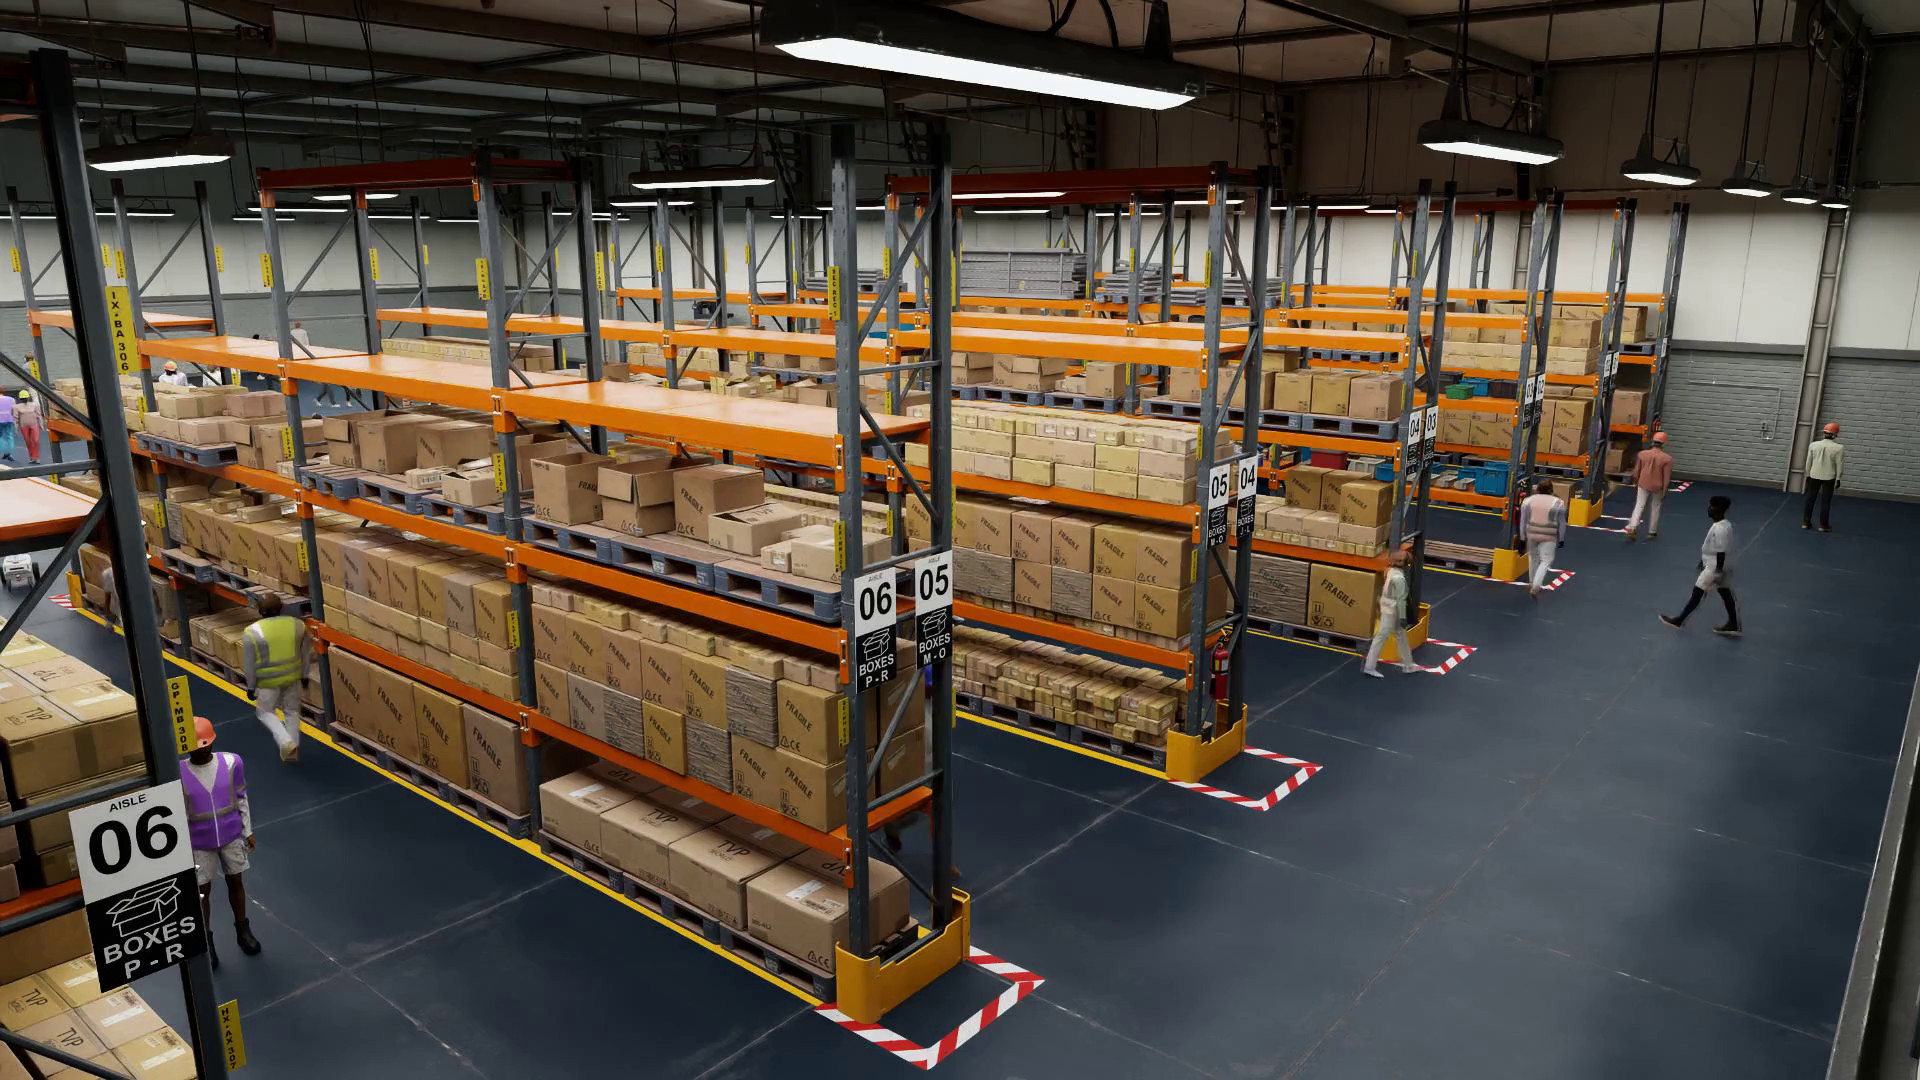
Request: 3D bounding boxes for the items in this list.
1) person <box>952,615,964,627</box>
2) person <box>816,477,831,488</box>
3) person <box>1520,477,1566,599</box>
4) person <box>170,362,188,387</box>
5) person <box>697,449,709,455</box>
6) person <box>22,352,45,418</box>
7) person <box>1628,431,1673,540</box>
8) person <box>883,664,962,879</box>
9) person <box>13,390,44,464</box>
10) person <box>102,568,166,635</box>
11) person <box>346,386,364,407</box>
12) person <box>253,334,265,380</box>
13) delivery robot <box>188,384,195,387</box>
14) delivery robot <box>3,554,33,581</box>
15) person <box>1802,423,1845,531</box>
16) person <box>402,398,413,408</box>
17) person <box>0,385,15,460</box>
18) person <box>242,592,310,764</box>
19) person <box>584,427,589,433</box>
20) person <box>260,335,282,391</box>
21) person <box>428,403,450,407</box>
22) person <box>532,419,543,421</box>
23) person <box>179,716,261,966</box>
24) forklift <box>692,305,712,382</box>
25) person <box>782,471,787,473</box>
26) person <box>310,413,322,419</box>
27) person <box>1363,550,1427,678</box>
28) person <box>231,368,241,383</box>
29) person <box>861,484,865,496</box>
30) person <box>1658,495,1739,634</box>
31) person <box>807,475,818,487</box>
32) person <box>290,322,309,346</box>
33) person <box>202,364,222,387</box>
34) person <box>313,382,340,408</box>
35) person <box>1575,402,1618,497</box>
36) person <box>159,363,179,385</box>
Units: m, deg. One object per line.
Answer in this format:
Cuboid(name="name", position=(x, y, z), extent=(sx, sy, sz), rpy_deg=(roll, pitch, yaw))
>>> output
Cuboid(name="person", position=(-0.166, 0.251, 17.613), extent=(0.392, 1.914, 0.587), rpy_deg=(7, 15, 26))
Cuboid(name="person", position=(-3.028, -2.093, 27.311), extent=(0.337, 1.882, 0.585), rpy_deg=(-6, 15, -24))
Cuboid(name="person", position=(8.749, -0.035, 18.981), extent=(0.624, 1.821, 0.810), rpy_deg=(12, 18, 41))
Cuboid(name="person", position=(-22.220, -4.134, 35.767), extent=(0.575, 1.869, 1.034), rpy_deg=(-6, 15, -22))
Cuboid(name="person", position=(-4.268, -0.559, 20.949), extent=(0.637, 1.918, 0.542), rpy_deg=(-10, 17, -36))
Cuboid(name="person", position=(-27.675, -4.637, 37.663), extent=(0.357, 1.937, 0.637), rpy_deg=(2, 14, 10))
Cuboid(name="person", position=(12.326, -0.960, 22.477), extent=(0.608, 1.970, 0.899), rpy_deg=(12, 18, 41))
Cuboid(name="person", position=(-0.330, 1.911, 10.775), extent=(0.616, 1.922, 0.790), rpy_deg=(-13, 19, -42))
Cuboid(name="person", position=(-22.257, -2.698, 30.088), extent=(0.558, 1.755, 0.468), rpy_deg=(-9, 16, -32))
Cuboid(name="person", position=(-9.850, 0.914, 15.066), extent=(0.957, 1.818, 0.553), rpy_deg=(11, 17, 38))
Cuboid(name="person", position=(-19.219, -5.019, 39.834), extent=(0.874, 1.644, 0.551), rpy_deg=(10, 17, 35))
Cuboid(name="person", position=(-26.509, -6.915, 47.558), extent=(0.321, 1.689, 0.530), rpy_deg=(-8, 16, -30))
Cuboid(name="delivery robot", position=(-25.397, -4.922, 41.613), extent=(0.707, 0.478, 0.477), rpy_deg=(4, 14, 16))
Cuboid(name="delivery robot", position=(-14.752, 0.403, 19.707), extent=(0.477, 0.478, 0.707), rpy_deg=(-9, 17, -34))
Cuboid(name="person", position=(15.980, -1.173, 23.296), extent=(0.379, 1.995, 0.612), rpy_deg=(-9, 16, -32))
Cuboid(name="person", position=(-12.026, -2.165, 27.585), extent=(0.637, 1.900, 0.403), rpy_deg=(-5, 14, -18))
Cuboid(name="person", position=(-23.189, -2.843, 30.519), extent=(0.510, 1.820, 0.590), rpy_deg=(10, 17, 36))
Cuboid(name="person", position=(-6.980, 1.432, 12.923), extent=(0.487, 1.830, 0.648), rpy_deg=(11, 17, 37))
Cuboid(name="person", position=(-10.288, -3.807, 34.873), extent=(0.306, 1.640, 0.522), rpy_deg=(10, 17, 36))
Cuboid(name="person", position=(-23.727, -6.046, 43.337), extent=(0.688, 2.000, 0.679), rpy_deg=(11, 18, 39))
Cuboid(name="person", position=(-11.801, -2.520, 28.760), extent=(0.392, 2.034, 0.605), rpy_deg=(5, 15, 19))
Cuboid(name="person", position=(-10.716, -3.139, 32.199), extent=(0.519, 1.610, 0.805), rpy_deg=(1, 14, 2))
Cuboid(name="person", position=(-5.583, 2.229, 9.421), extent=(0.552, 1.935, 0.360), rpy_deg=(-13, 19, -42))
Cuboid(name="forklift", position=(-9.511, -7.392, 47.124), extent=(1.873, 2.768, 1.129), rpy_deg=(11, 17, 38))
Cuboid(name="person", position=(-4.061, -2.545, 29.137), extent=(0.575, 1.906, 0.642), rpy_deg=(-5, 15, -20))
Cuboid(name="person", position=(-13.051, -1.669, 25.669), extent=(0.430, 1.839, 0.619), rpy_deg=(3, 14, 13))
Cuboid(name="person", position=(5.421, 0.917, 15.524), extent=(0.835, 1.592, 0.584), rpy_deg=(3, 14, 13))
Cuboid(name="person", position=(-23.164, -5.071, 40.086), extent=(0.285, 1.632, 0.499), rpy_deg=(13, 19, 42))
Cuboid(name="person", position=(-2.118, -1.403, 24.509), extent=(1.009, 1.871, 0.606), rpy_deg=(9, 16, 33))
Cuboid(name="person", position=(10.270, 0.331, 17.254), extent=(1.007, 1.916, 0.603), rpy_deg=(10, 17, 35))
Cuboid(name="person", position=(-3.037, -1.897, 26.324), extent=(0.426, 1.969, 0.648), rpy_deg=(5, 15, 20))
Cuboid(name="person", position=(-26.680, -7.845, 50.928), extent=(0.646, 1.907, 0.401), rpy_deg=(-3, 14, -14))
Cuboid(name="person", position=(-21.143, -4.107, 35.676), extent=(0.590, 1.846, 0.903), rpy_deg=(-1, 14, -6))
Cuboid(name="person", position=(-20.120, -5.094, 39.814), extent=(0.836, 1.818, 0.513), rpy_deg=(0, 14, 0))
Cuboid(name="person", position=(13.245, -1.865, 26.080), extent=(0.777, 2.026, 0.621), rpy_deg=(9, 16, 34))
Cuboid(name="person", position=(-21.755, -3.933, 34.786), extent=(0.366, 1.930, 0.542), rpy_deg=(6, 15, 22))
